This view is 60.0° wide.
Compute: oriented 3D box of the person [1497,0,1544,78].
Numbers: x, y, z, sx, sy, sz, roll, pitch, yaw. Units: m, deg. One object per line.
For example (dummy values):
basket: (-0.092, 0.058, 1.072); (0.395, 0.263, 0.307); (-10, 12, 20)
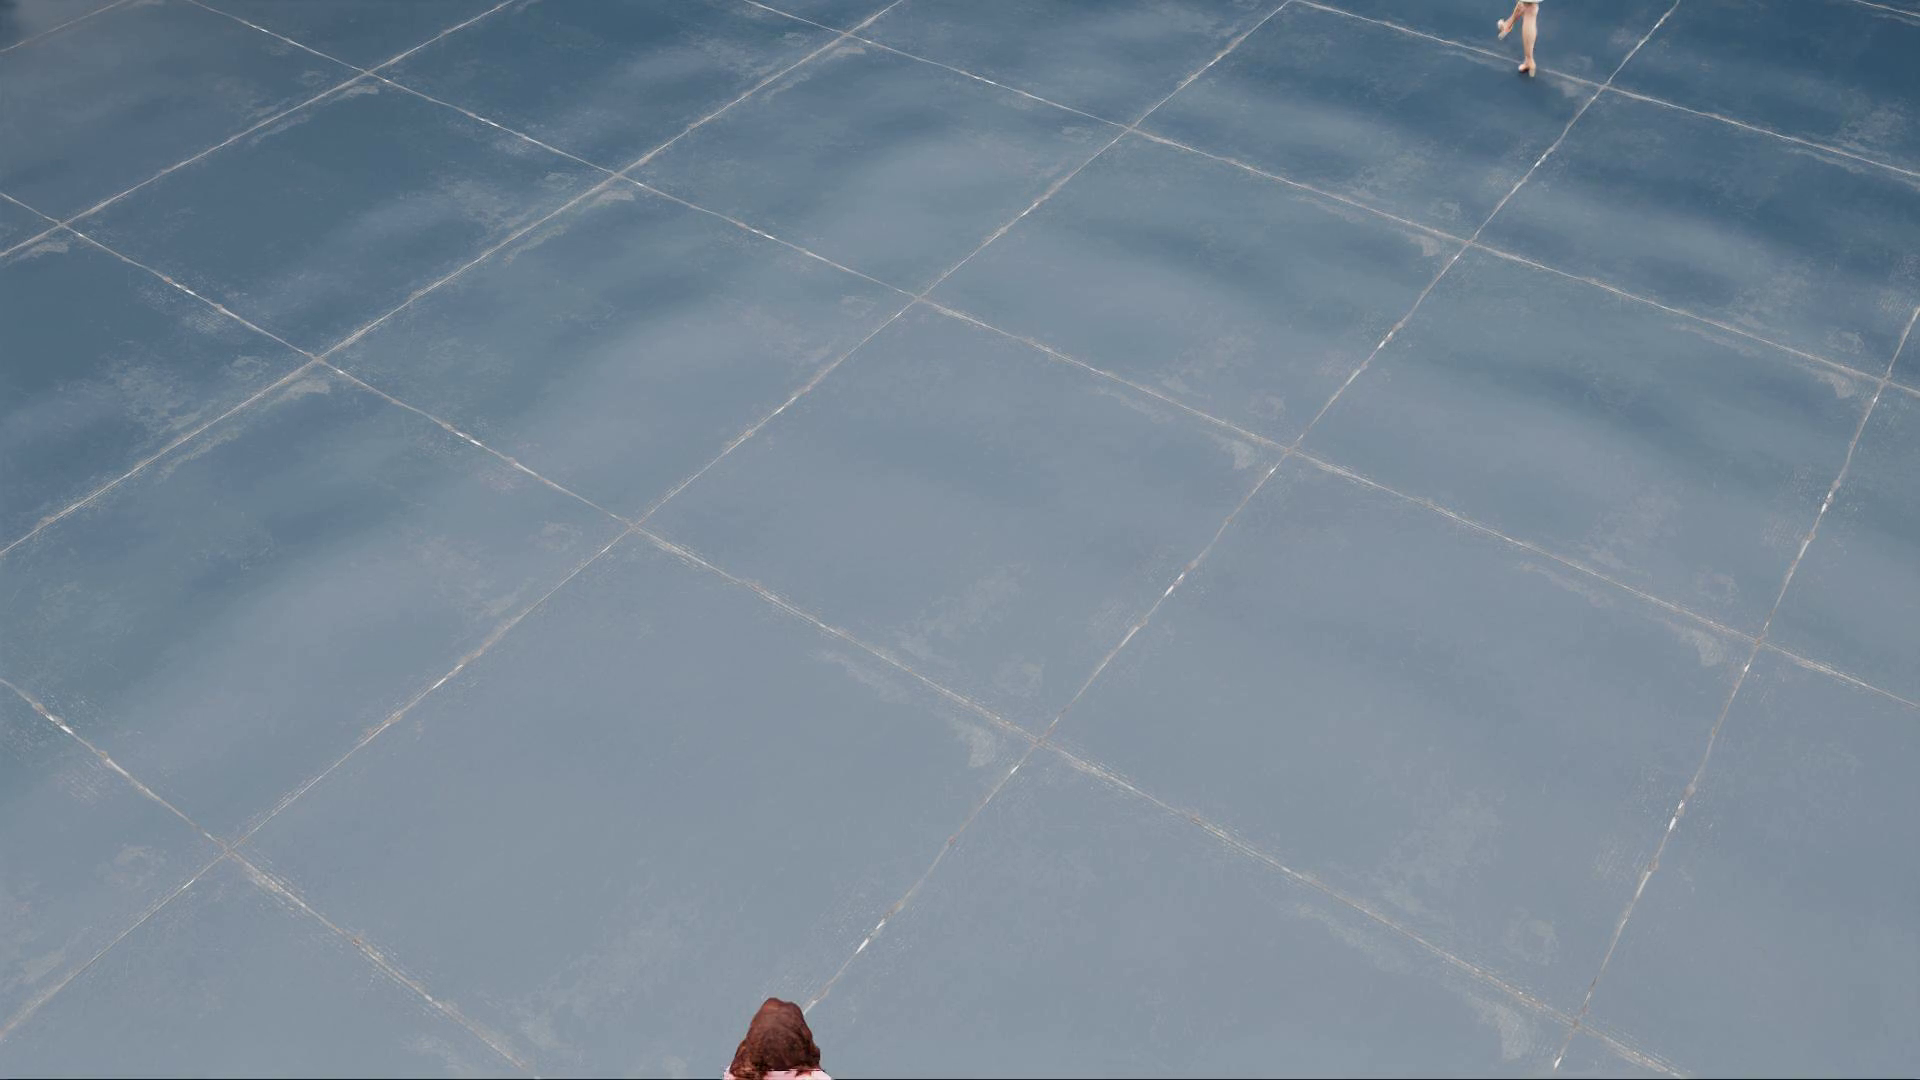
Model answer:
person: (4.908, -4.763, 14.041); (1.087, 1.742, 1.130); (-6, 43, -6)

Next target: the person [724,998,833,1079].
person: (-0.668, 2.418, 6.344); (1.151, 1.752, 0.984); (9, 44, 10)
